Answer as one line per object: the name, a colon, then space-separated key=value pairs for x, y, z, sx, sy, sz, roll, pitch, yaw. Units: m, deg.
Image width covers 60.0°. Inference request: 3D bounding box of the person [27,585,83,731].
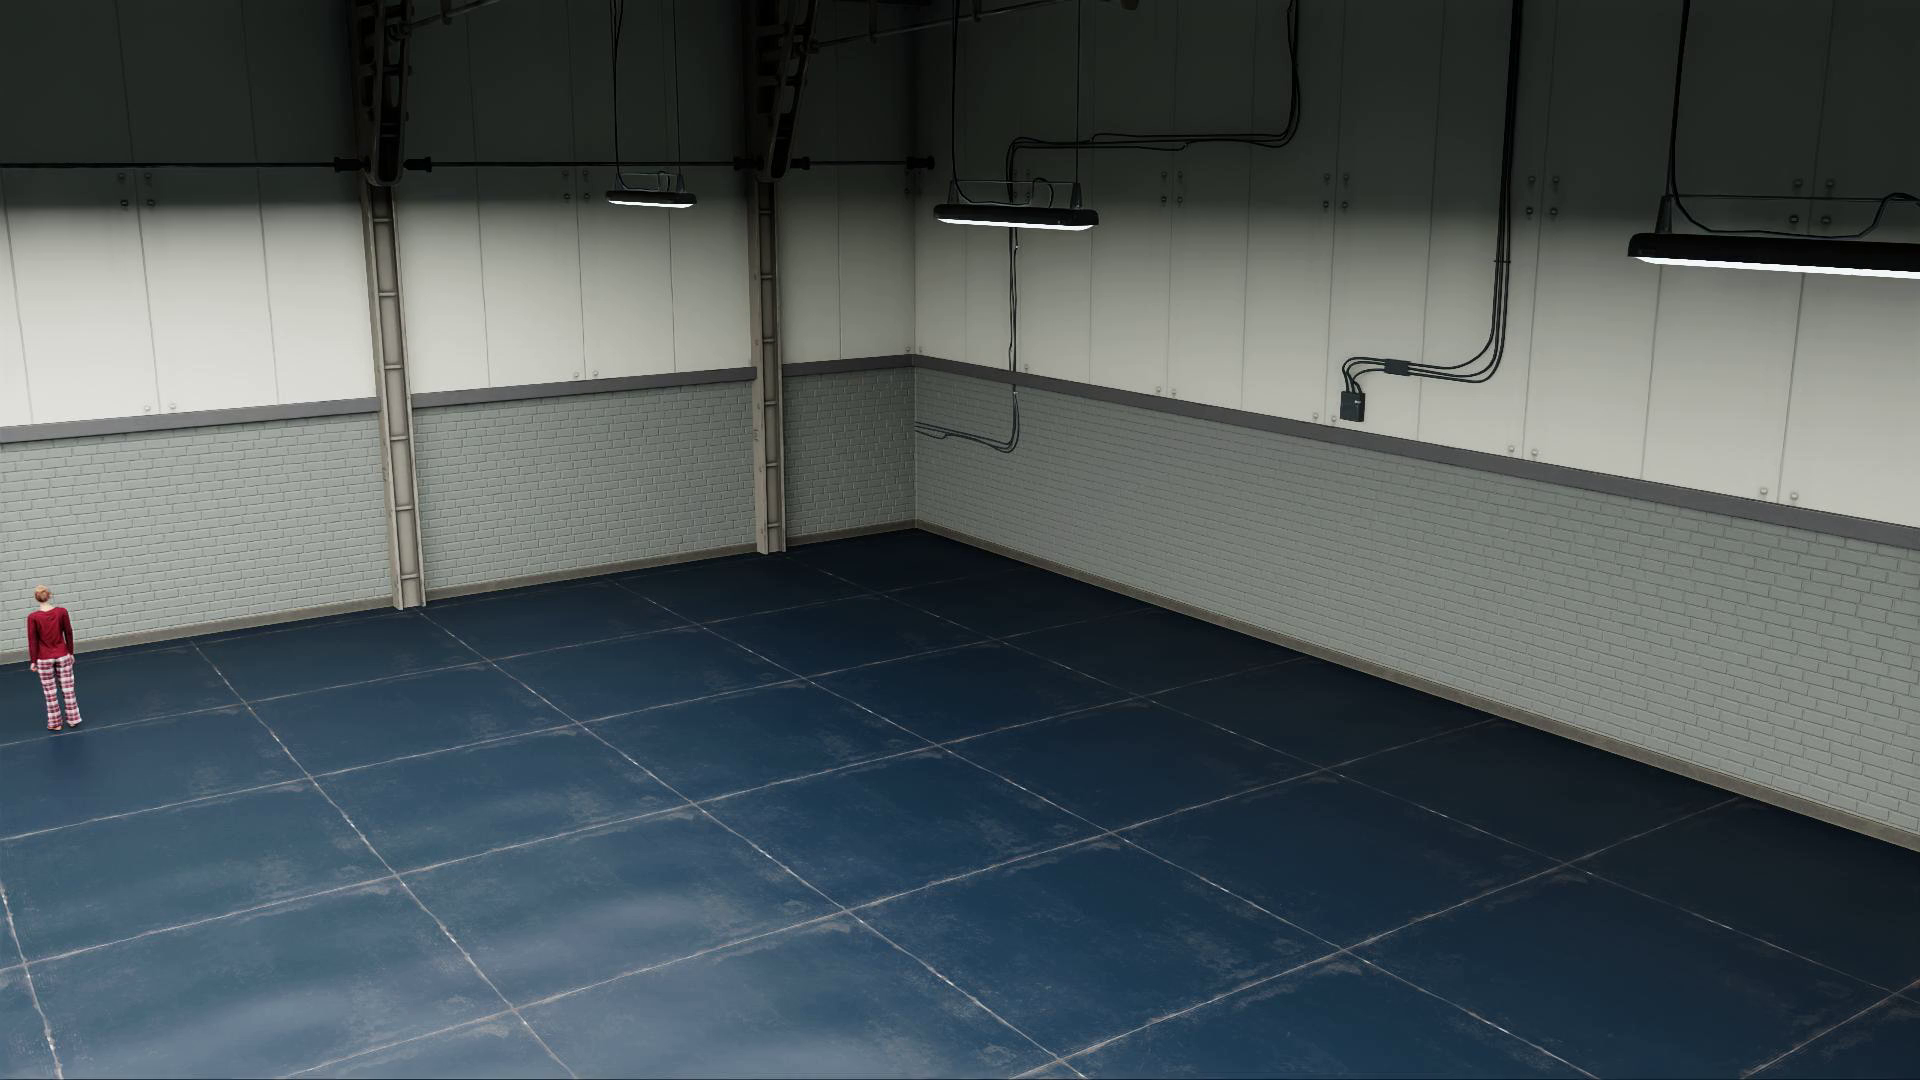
person: x=-10.356 y=1.326 z=18.980 sx=0.722 sy=1.701 sz=0.509 roll=12 pitch=18 yaw=43
